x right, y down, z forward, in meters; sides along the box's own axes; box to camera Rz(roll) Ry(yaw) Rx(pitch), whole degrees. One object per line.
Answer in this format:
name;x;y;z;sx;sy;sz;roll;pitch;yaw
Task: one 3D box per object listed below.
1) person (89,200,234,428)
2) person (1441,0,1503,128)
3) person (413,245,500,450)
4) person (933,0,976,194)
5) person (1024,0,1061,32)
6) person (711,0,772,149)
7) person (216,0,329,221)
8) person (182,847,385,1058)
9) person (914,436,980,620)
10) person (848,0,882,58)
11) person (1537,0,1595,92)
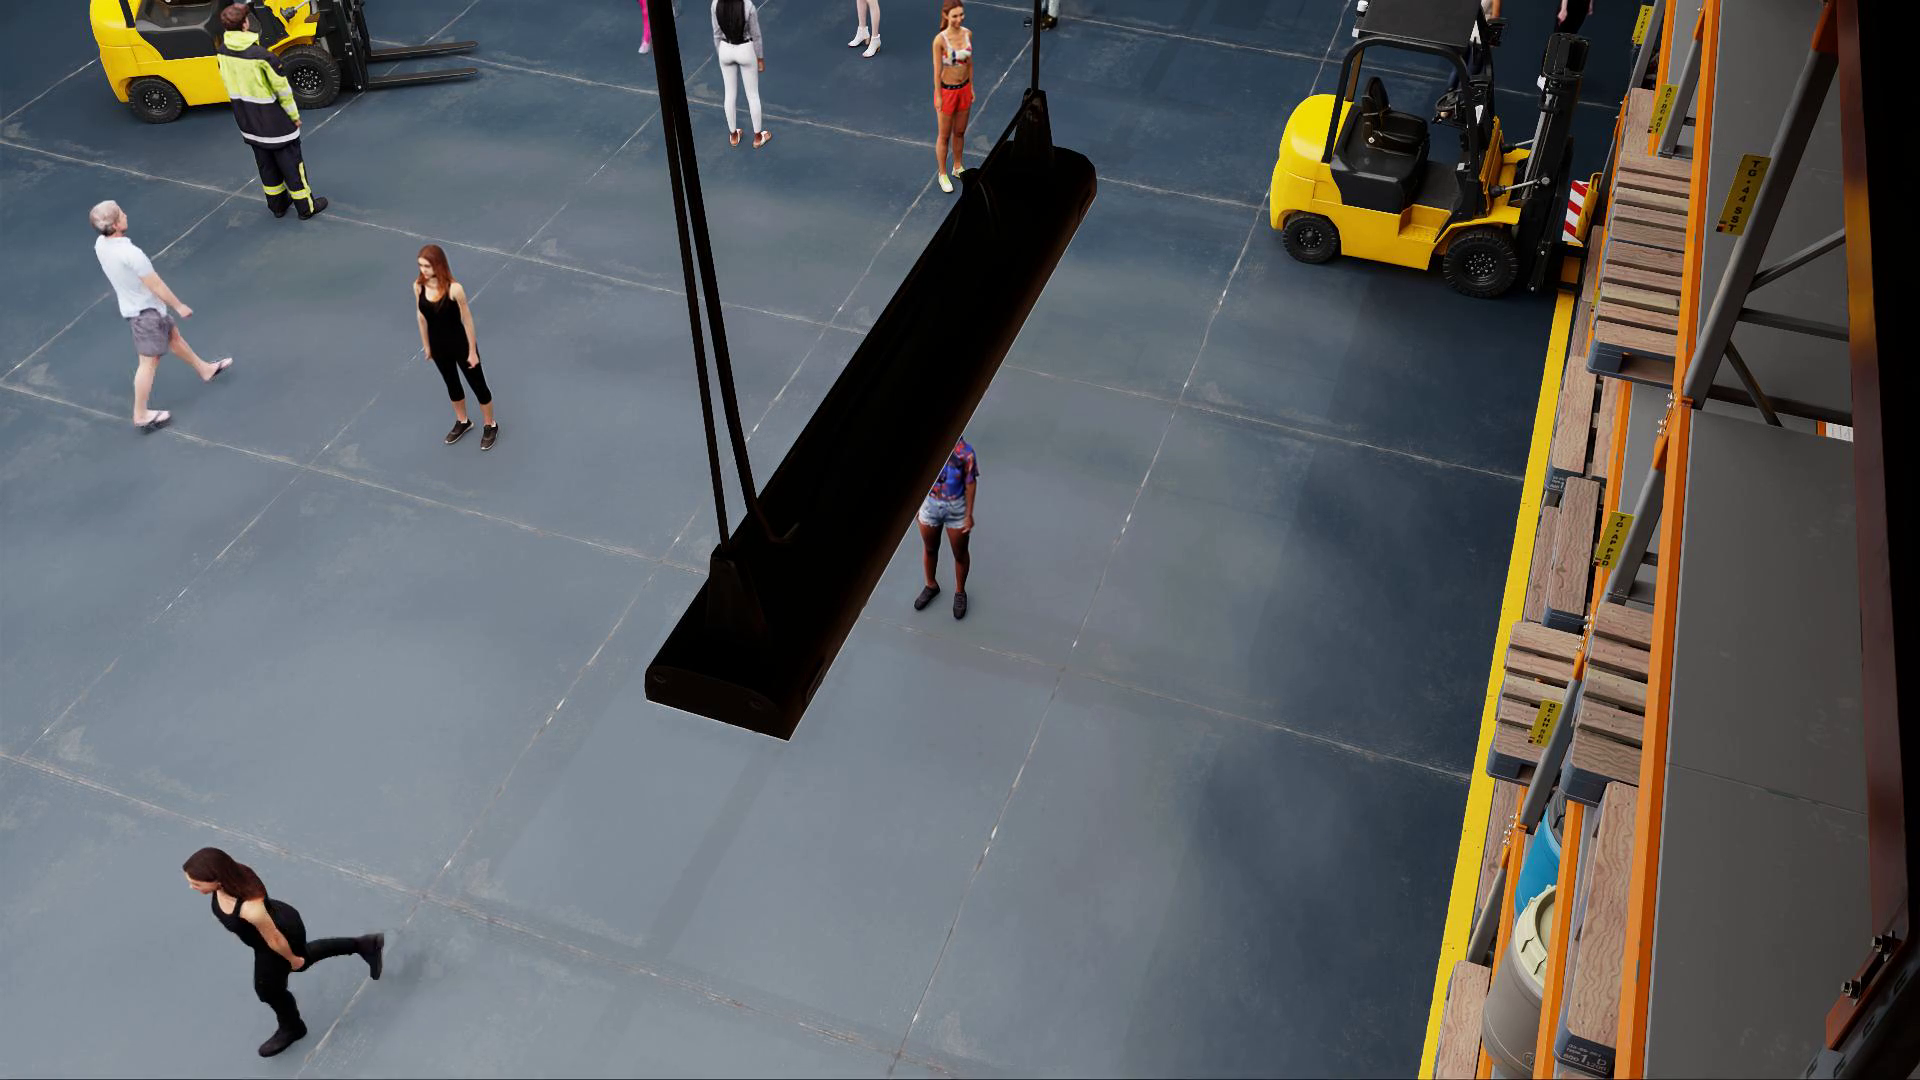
person;-6.166;-1.650;12.425;0.951;1.787;1.253;32;52;29
person;4.859;-4.774;15.706;0.726;1.785;0.684;-22;48;-21
person;-3.725;-1.433;12.241;0.587;1.726;0.521;11;45;11
person;-0.064;-4.001;14.889;0.657;1.792;0.735;-26;50;-25
person;0.976;-6.128;17.111;0.826;1.806;0.778;-20;47;-20
person;-2.055;-4.476;15.437;0.635;1.724;0.567;7;44;7
person;-6.039;-3.713;14.448;0.791;1.983;0.671;9;44;10
person;-3.481;2.040;8.652;1.142;1.649;0.914;-34;53;-30
person;-0.097;-0.201;10.936;0.597;1.743;0.520;12;45;12
person;-0.972;-5.792;16.743;0.685;1.828;0.661;-26;49;-24
person;5.984;-5.231;16.218;0.652;1.740;0.728;-22;48;-21
